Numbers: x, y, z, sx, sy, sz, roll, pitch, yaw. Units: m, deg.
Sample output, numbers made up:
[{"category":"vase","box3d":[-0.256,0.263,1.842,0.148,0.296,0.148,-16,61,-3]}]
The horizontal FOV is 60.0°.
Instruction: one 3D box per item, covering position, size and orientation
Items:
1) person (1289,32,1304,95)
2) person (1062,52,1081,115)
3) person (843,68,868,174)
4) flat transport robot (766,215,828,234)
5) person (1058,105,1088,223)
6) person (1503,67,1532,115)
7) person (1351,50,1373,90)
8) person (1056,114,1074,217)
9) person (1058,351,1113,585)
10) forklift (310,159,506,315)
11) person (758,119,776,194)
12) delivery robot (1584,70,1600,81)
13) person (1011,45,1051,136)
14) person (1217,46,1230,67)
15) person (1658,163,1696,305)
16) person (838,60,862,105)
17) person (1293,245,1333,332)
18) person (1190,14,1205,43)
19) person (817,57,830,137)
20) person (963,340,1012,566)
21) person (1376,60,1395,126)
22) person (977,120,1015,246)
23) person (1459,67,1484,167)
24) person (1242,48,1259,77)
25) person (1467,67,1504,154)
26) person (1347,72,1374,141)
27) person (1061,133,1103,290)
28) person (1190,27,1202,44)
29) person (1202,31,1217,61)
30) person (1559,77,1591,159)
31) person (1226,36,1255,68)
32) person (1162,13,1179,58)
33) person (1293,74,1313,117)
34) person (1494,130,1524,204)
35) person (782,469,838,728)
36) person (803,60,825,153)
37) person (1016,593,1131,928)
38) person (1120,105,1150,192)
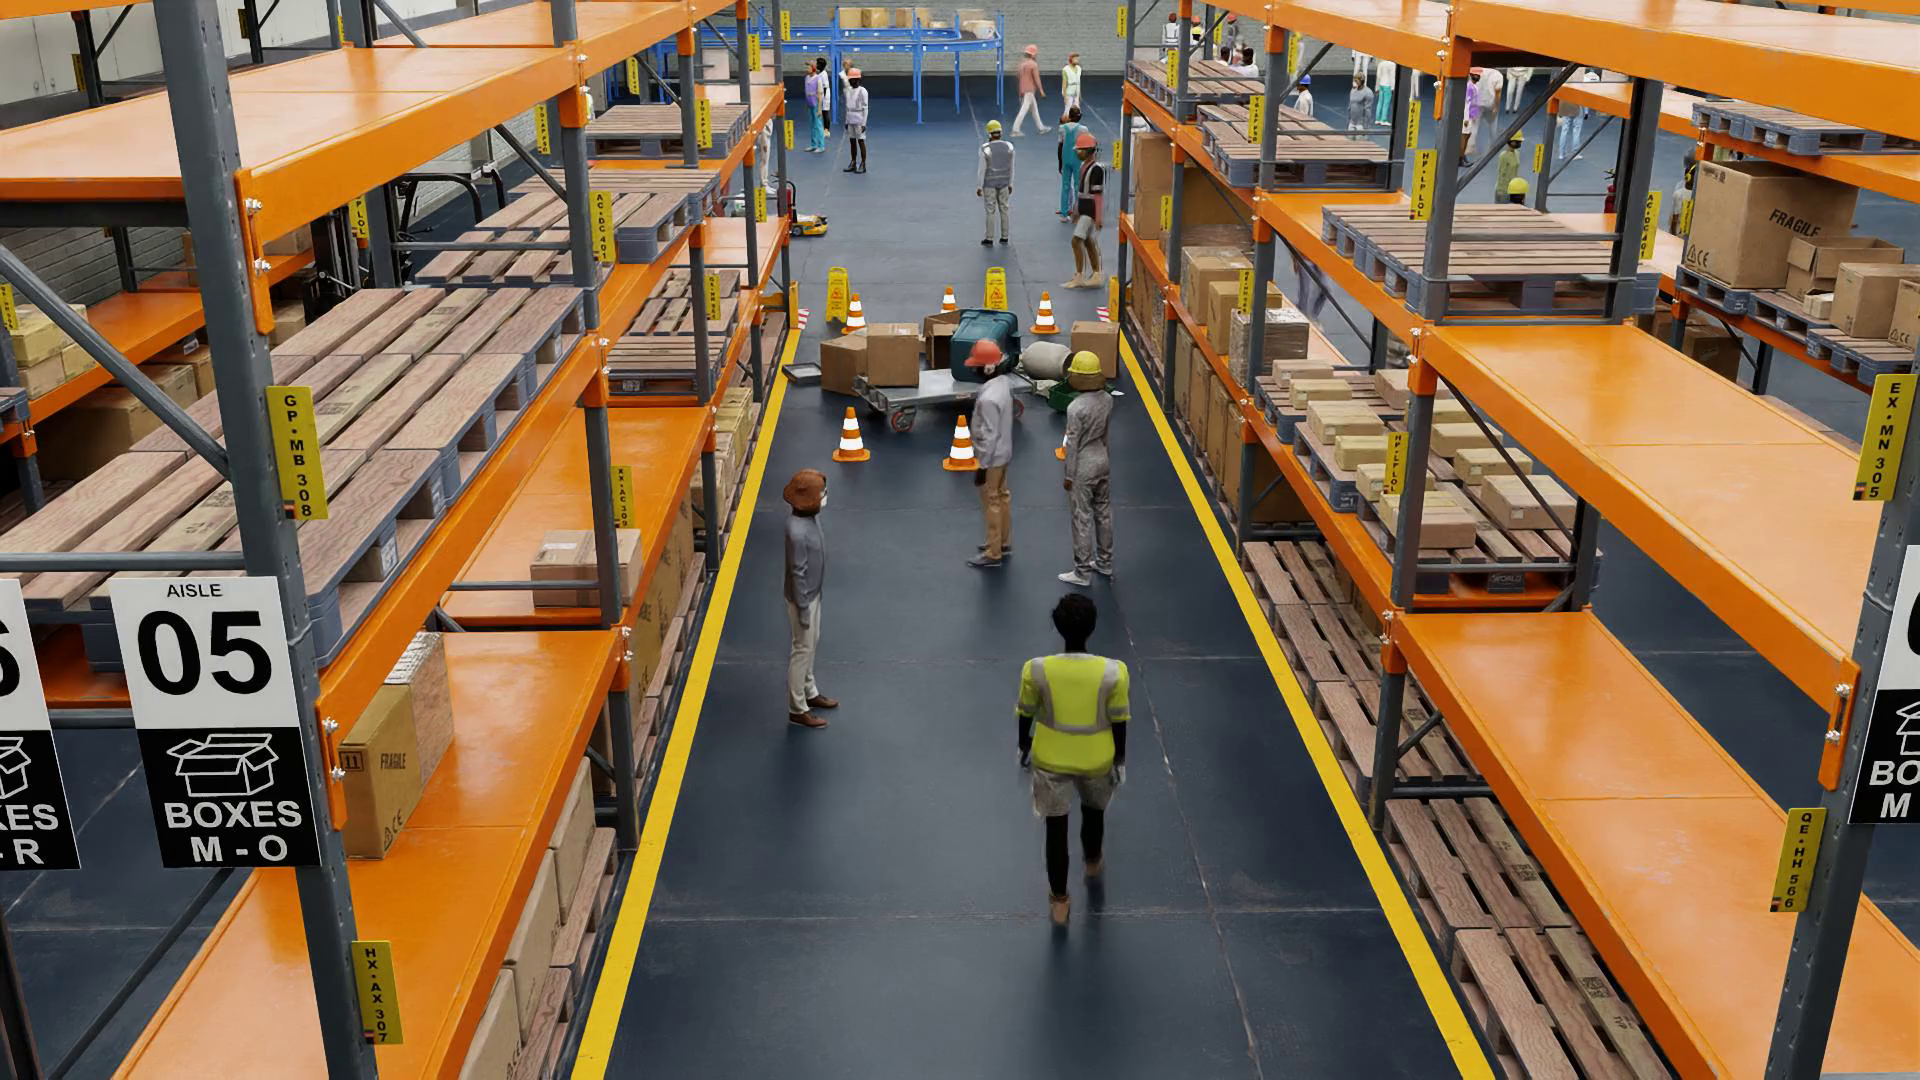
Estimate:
[{"category":"person","box3d":[9.043,-12.864,44.844,0.344,1.704,0.540,-12,24,-29]},{"category":"person","box3d":[2.416,-9.660,36.174,0.398,1.835,0.571,18,27,39]},{"category":"person","box3d":[-1.975,-7.908,31.397,0.543,1.939,0.360,18,27,40]},{"category":"flat transport robot","box3d":[-2.791,-4.890,25.742,1.431,0.197,0.652,1,21,2]},{"category":"person","box3d":[1.797,-5.952,26.358,0.516,1.843,0.327,10,23,24]},{"category":"person","box3d":[13.516,-11.201,40.297,0.605,1.794,0.739,11,24,28]},{"category":"person","box3d":[11.138,-13.407,46.010,0.577,1.882,0.349,5,21,13]},{"category":"person","box3d":[1.734,-6.080,27.005,0.284,1.628,0.502,-4,21,-11]},{"category":"person","box3d":[0.918,-0.535,12.198,0.335,1.735,0.484,17,26,37]},{"category":"forklift","box3d":[-5.622,-2.910,17.832,2.313,2.155,1.214,-1,21,-1]},{"category":"person","box3d":[-3.392,-6.964,29.187,0.311,1.735,0.483,0,21,0]},{"category":"delivery robot","box3d":[17.440,-12.730,45.938,0.477,0.478,0.707,3,21,9]},{"category":"person","box3d":[1.561,-9.894,36.657,1.041,1.943,0.614,-7,22,-19]},{"category":"person","box3d":[5.757,-9.928,36.785,0.398,1.908,0.598,-6,21,-15]},{"category":"person","box3d":[8.780,-3.639,20.221,0.328,1.865,0.520,19,28,40]},{"category":"person","box3d":[-2.464,-9.963,37.321,0.521,1.576,0.917,3,21,8]},{"category":"person","box3d":[4.117,-3.251,19.351,0.548,1.751,0.406,-4,21,-11]},{"category":"person","box3d":[6.519,-13.535,46.149,0.640,2.024,0.557,1,21,2]},{"category":"person","box3d":[-3.009,-9.717,36.515,0.321,1.697,0.530,-4,21,-9]},{"category":"person","box3d":[0.212,-0.659,12.514,0.374,1.736,0.592,4,21,10]},{"category":"person","box3d":[9.906,-10.504,38.511,0.335,1.760,0.528,-7,22,-18]},{"category":"person","box3d":[0.517,-5.268,24.572,0.587,1.830,0.403,-9,23,-23]},{"category":"person","box3d":[9.894,-8.218,32.222,0.364,1.933,0.552,11,23,27]},{"category":"person","box3d":[6.192,-9.570,35.764,0.384,1.959,0.600,-3,21,-7]},{"category":"person","box3d":[10.796,-8.958,34.030,0.698,2.000,0.992,16,26,36]},{"category":"person","box3d":[7.382,-7.688,30.841,0.384,1.928,0.635,-9,23,-22]},{"category":"person","box3d":[1.567,-4.261,21.655,0.758,2.012,0.639,-4,21,-11]},{"category":"person","box3d":[5.999,-12.149,42.622,0.368,1.925,0.594,-8,22,-19]},{"category":"person","box3d":[6.137,-11.774,41.618,0.547,1.937,0.379,3,21,9]},{"category":"person","box3d":[12.256,-8.582,33.206,0.587,1.920,0.392,16,26,36]},{"category":"person","box3d":[6.511,-10.771,38.822,0.699,2.000,1.036,4,21,11]},{"category":"person","box3d":[6.251,-14.565,49.073,0.575,1.883,0.355,10,23,25]},{"category":"person","box3d":[6.213,-7.491,30.281,0.380,1.951,0.605,4,21,11]},{"category":"person","box3d":[7.964,-5.095,24.202,0.331,1.768,0.526,18,27,39]},{"category":"person","box3d":[-0.917,0.343,10.027,0.291,1.625,0.506,2,21,5]},{"category":"person","box3d":[-2.976,-8.888,34.119,0.383,1.844,0.566,-15,25,-34]},{"category":"person","box3d":[0.549,1.025,8.147,0.551,1.664,0.707,2,21,4]},{"category":"person","box3d":[3.073,-7.064,29.264,0.568,1.878,0.358,-10,23,-24]}]
